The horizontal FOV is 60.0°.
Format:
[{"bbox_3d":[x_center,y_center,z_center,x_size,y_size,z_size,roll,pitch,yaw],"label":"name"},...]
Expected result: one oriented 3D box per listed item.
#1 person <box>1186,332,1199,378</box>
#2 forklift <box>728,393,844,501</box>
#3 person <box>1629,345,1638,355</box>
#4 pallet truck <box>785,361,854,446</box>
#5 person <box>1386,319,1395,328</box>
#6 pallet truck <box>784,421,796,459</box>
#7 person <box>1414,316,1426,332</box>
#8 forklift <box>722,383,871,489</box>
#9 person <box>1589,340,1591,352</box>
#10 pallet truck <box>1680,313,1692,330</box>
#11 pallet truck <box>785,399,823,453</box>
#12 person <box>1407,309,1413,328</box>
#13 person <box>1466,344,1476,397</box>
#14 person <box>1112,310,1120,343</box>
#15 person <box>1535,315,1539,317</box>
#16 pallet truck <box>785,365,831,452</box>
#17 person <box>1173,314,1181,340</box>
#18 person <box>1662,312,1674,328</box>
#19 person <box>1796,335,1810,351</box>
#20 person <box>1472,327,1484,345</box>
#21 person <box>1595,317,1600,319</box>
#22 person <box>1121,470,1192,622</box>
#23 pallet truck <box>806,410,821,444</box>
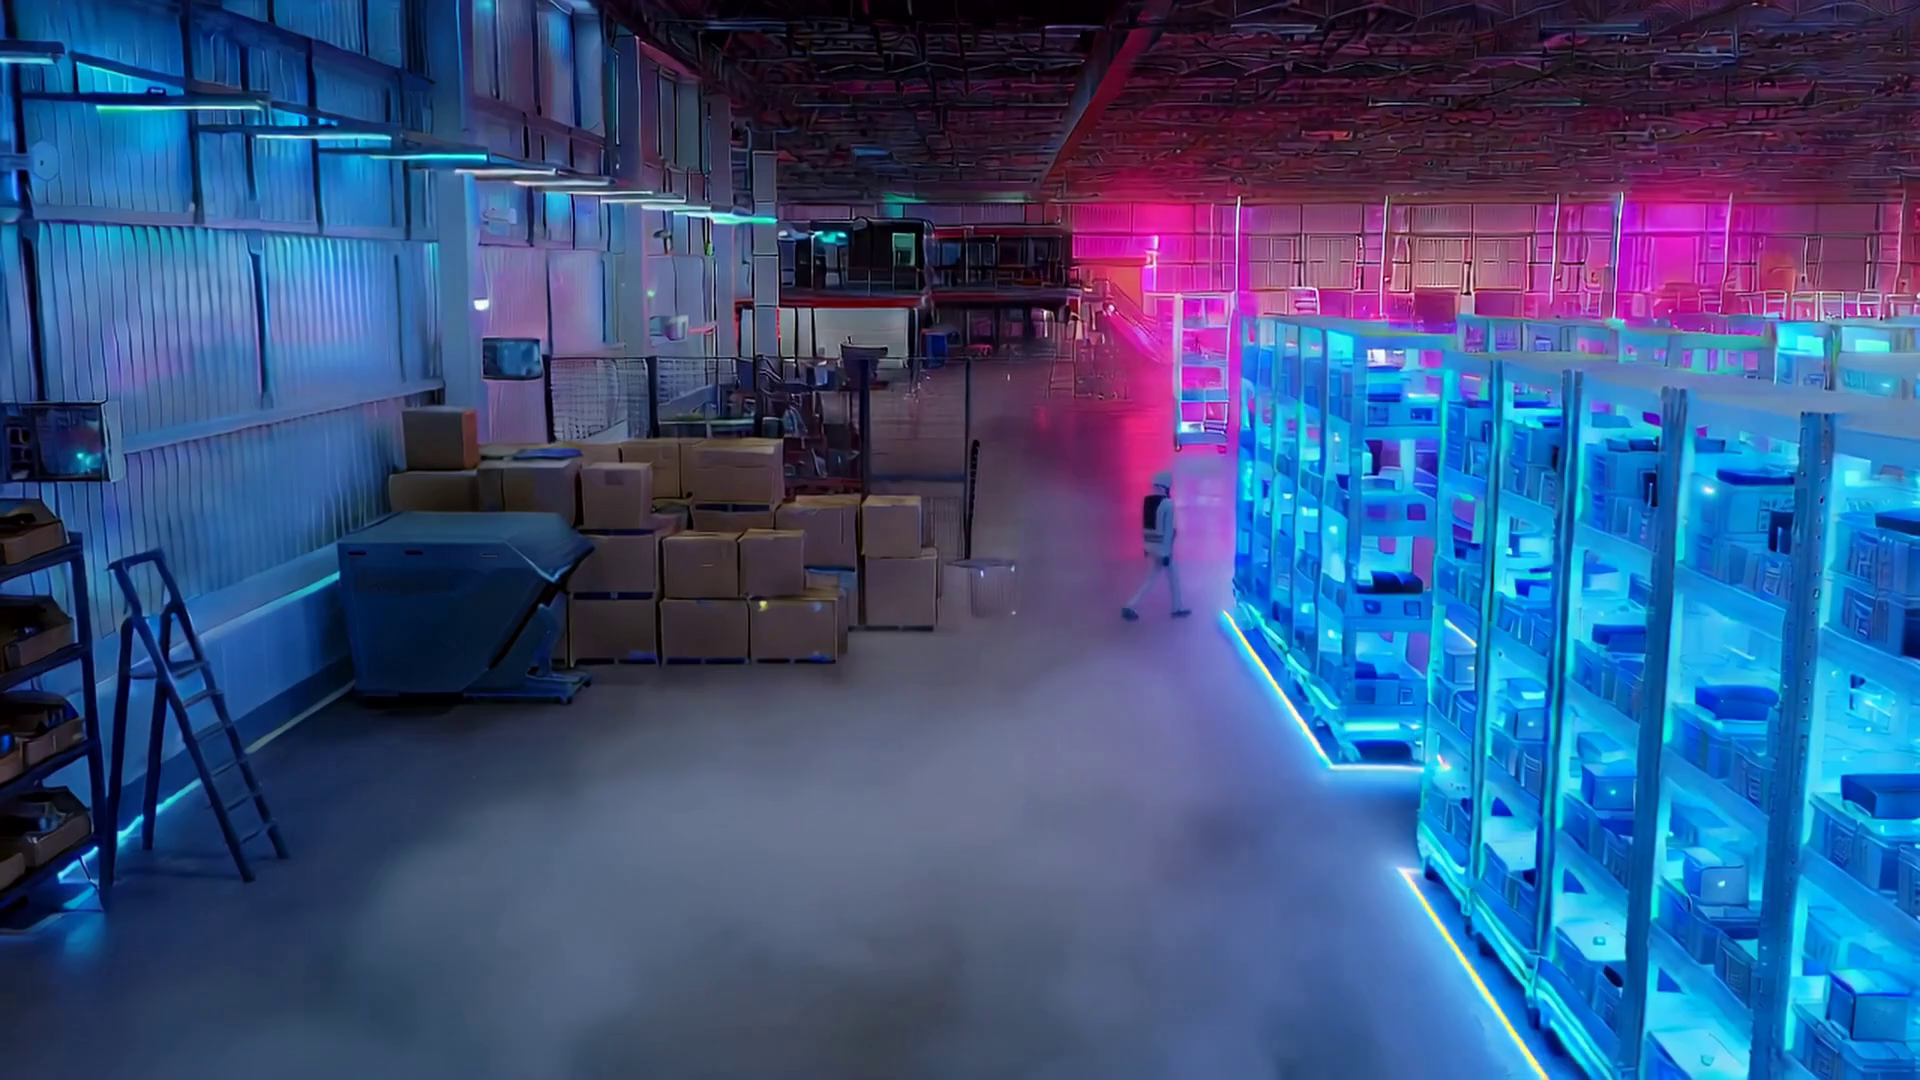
[{"bbox_3d":[8.887,-7.129,63.665,0.650,1.859,0.585,2,9,11],"label":"person"},{"bbox_3d":[-2.979,-1.316,26.476,2.680,1.987,1.157,0,9,1],"label":"forklift"},{"bbox_3d":[24.273,-6.529,59.422,0.535,2.000,0.689,-9,13,-43],"label":"person"},{"bbox_3d":[-3.410,-3.193,38.978,1.885,1.965,0.823,0,9,-1],"label":"pallet truck"},{"bbox_3d":[20.127,-9.470,78.201,0.436,1.831,0.653,-9,13,-42],"label":"person"},{"bbox_3d":[-4.013,-1.793,32.705,1.601,1.201,0.680,0,9,1],"label":"pallet truck"},{"bbox_3d":[22.390,-9.970,81.025,0.590,1.922,0.394,2,10,14],"label":"person"},{"bbox_3d":[-2.893,-1.687,28.729,2.680,1.987,1.157,0,9,-1],"label":"forklift"},{"bbox_3d":[25.933,-7.832,67.620,0.589,2.008,0.634,-8,12,-40],"label":"person"},{"bbox_3d":[36.315,-10.531,84.244,0.823,1.965,1.885,-6,11,-33],"label":"pallet truck"},{"bbox_3d":[-3.814,-2.432,36.419,1.630,1.274,0.653,0,9,1],"label":"pallet truck"},{"bbox_3d":[25.639,-12.206,94.826,0.398,1.918,0.586,6,11,32],"label":"person"},{"bbox_3d":[16.521,-5.493,53.915,0.538,1.743,0.401,-6,11,-33],"label":"person"},{"bbox_3d":[8.892,-12.157,94.598,0.505,1.889,0.576,0,9,1],"label":"person"},{"bbox_3d":[28.320,-10.101,81.768,0.627,1.940,0.372,3,10,20],"label":"person"},{"bbox_3d":[-3.774,-2.976,37.635,1.885,1.965,0.823,1,9,5],"label":"pallet truck"},{"bbox_3d":[12.623,-12.521,96.569,0.664,1.968,0.637,-5,10,-28],"label":"person"},{"bbox_3d":[36.675,-10.821,86.118,0.716,1.973,0.621,-7,12,-37],"label":"person"},{"bbox_3d":[30.033,-6.436,59.241,0.755,1.909,0.555,-4,10,-23],"label":"person"},{"bbox_3d":[23.549,-9.064,75.727,0.443,1.825,0.657,-4,10,-21],"label":"person"},{"bbox_3d":[33.609,-10.918,87.614,0.630,1.673,0.540,1,9,5],"label":"person"},{"bbox_3d":[2.283,0.076,19.477,0.932,1.793,0.604,-6,11,-33],"label":"person"},{"bbox_3d":[-3.559,-2.018,33.905,1.522,1.261,0.704,0,9,-1],"label":"pallet truck"}]
